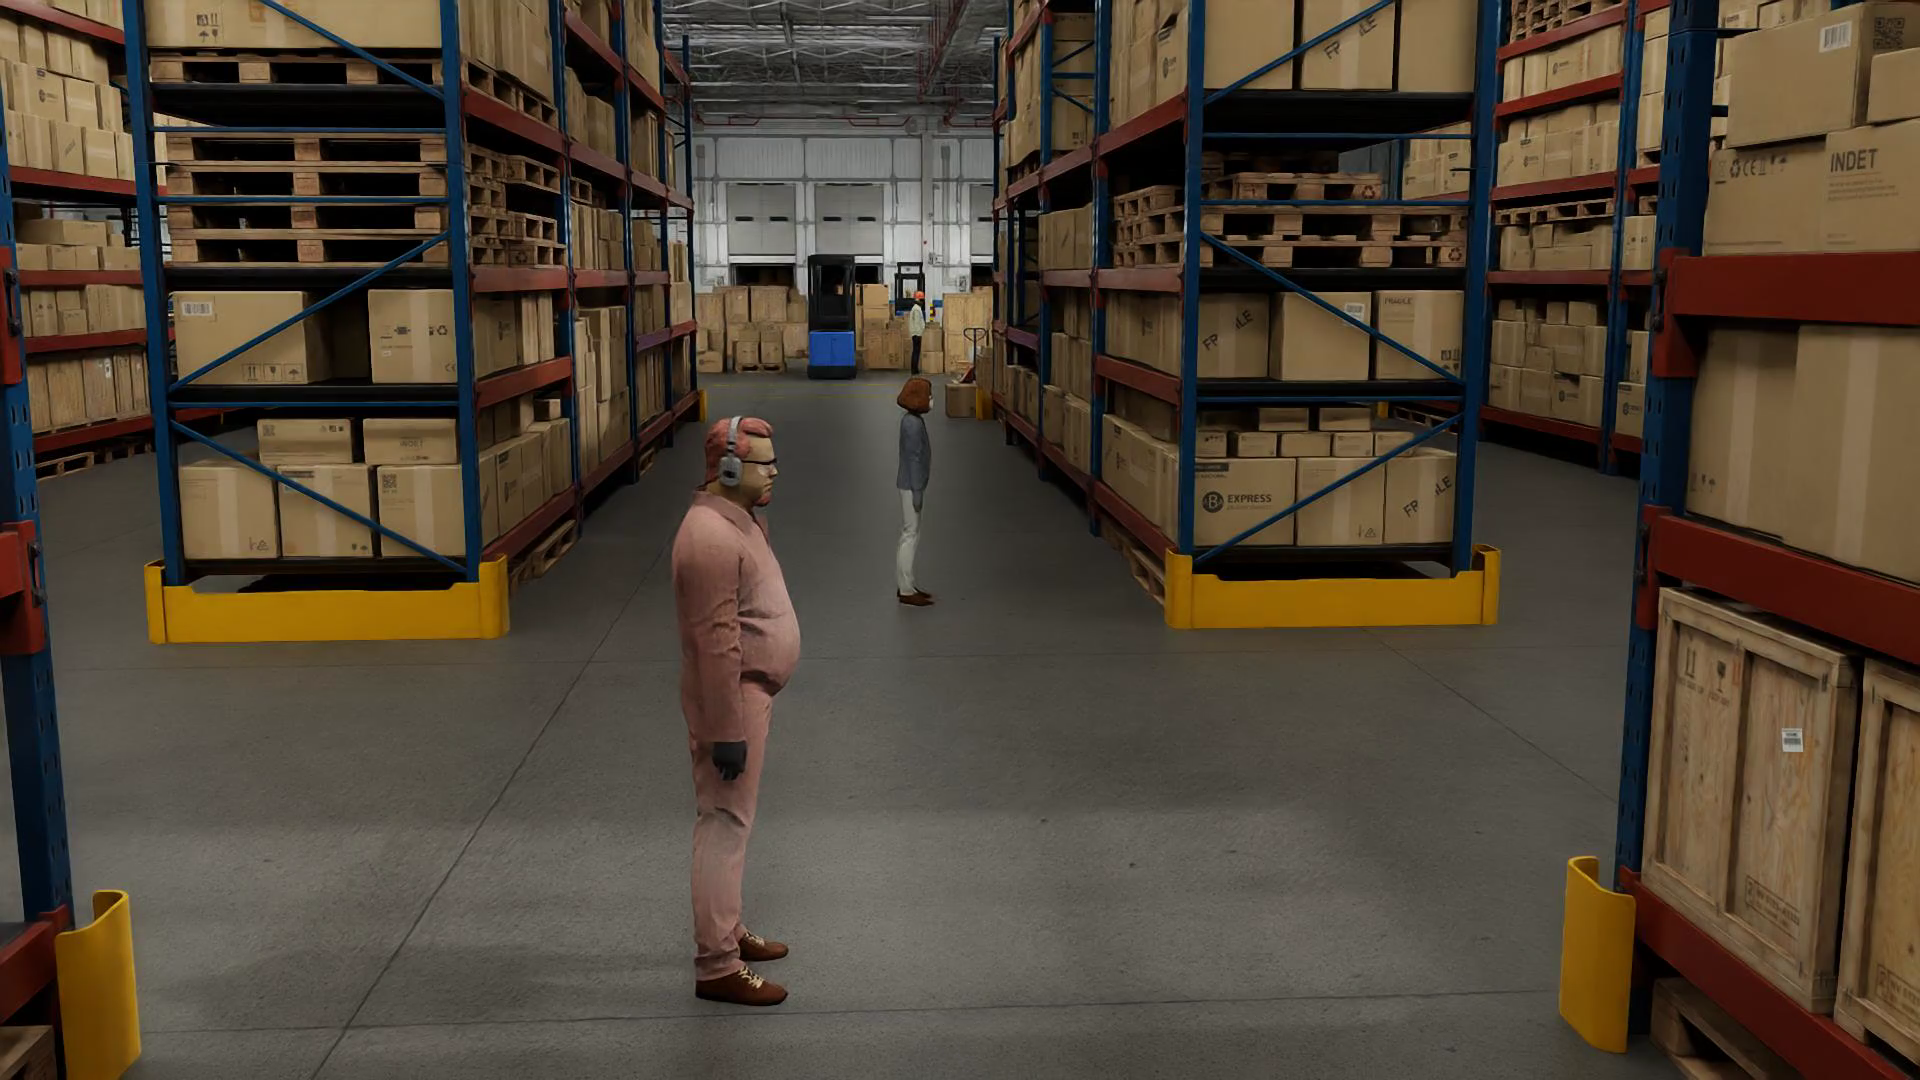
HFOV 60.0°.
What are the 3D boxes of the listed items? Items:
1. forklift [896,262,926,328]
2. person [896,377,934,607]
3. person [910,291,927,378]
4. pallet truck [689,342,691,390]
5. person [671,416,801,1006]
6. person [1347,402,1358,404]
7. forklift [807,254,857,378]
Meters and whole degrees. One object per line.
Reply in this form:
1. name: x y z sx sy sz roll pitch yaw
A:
1. forklift: -1.780 -8.547 59.499 1.129 2.768 1.873 -1 9 -4
2. person: -0.322 -0.348 11.915 0.267 1.632 0.507 -1 9 -4
3. person: -0.953 -4.701 38.122 0.396 1.992 0.623 -1 9 -4
4. pallet truck: -5.225 -3.008 27.480 1.885 1.965 0.823 2 9 14
5. person: -0.723 0.545 5.467 0.402 1.904 0.652 -1 9 -4
6. person: 5.657 -2.384 23.850 0.402 1.906 0.652 -1 9 -4
7. forklift: -2.942 -5.145 38.138 1.129 2.768 1.873 -1 9 -4
